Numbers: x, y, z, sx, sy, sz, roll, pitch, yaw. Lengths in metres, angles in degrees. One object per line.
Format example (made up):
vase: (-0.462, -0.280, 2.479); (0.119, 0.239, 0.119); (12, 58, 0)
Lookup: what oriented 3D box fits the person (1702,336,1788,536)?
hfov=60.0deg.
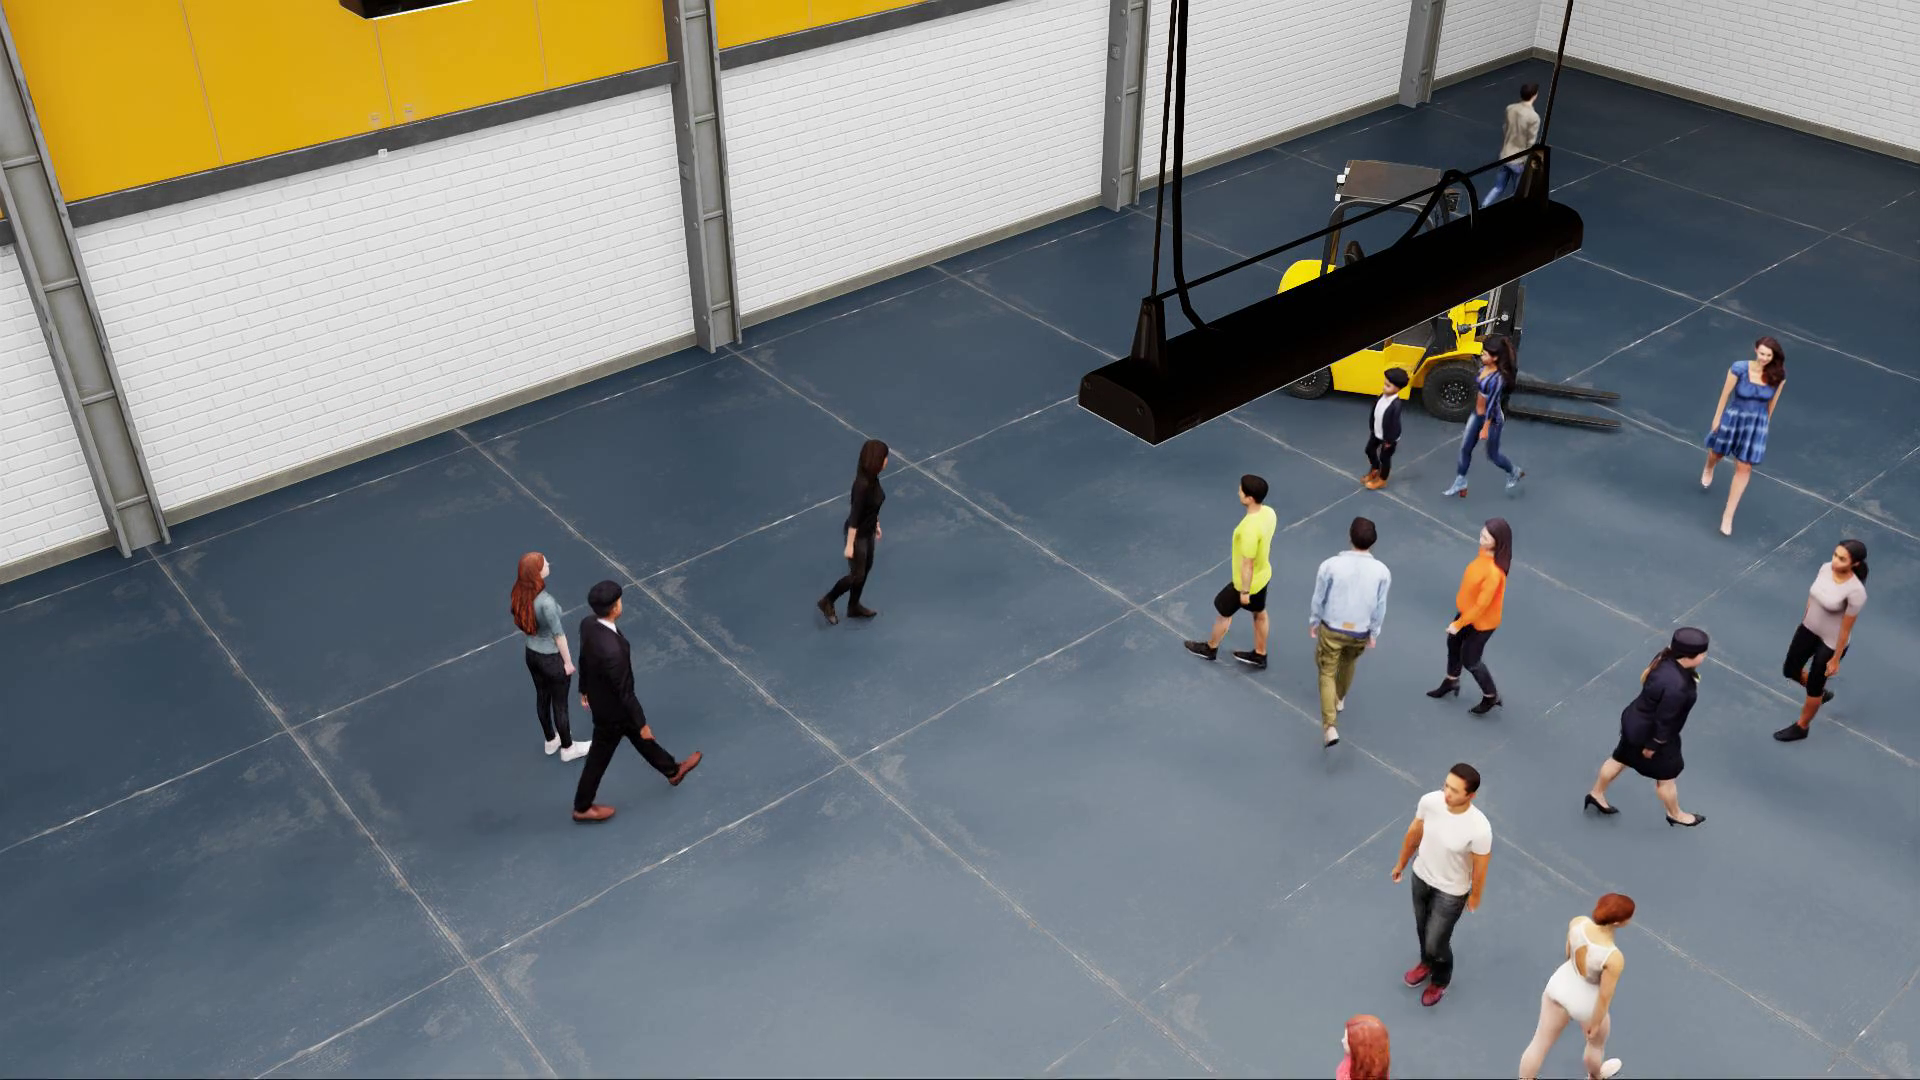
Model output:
person: (6.804, -0.995, 14.534); (1.057, 1.769, 1.239); (10, 35, 15)

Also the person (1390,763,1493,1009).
person: (2.962, 2.009, 9.994); (0.651, 1.792, 0.673); (-21, 39, -28)

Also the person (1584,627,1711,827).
person: (4.589, 1.267, 11.248); (1.121, 1.638, 1.087); (5, 34, 7)

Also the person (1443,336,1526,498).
person: (4.755, -1.060, 14.784); (1.067, 1.601, 0.909); (-5, 34, -7)

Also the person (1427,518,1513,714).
person: (3.867, 0.588, 12.188); (0.936, 1.729, 0.876); (6, 34, 8)

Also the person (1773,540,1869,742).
person: (6.289, 0.711, 11.996); (0.866, 1.737, 0.775); (-10, 35, -15)

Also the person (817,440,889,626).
person: (-0.834, -0.037, 13.239); (0.925, 1.606, 0.881); (13, 36, 18)

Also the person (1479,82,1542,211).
person: (6.511, -4.511, 19.758); (1.108, 1.842, 0.753); (-21, 39, -28)

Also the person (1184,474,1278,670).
person: (2.290, 0.284, 12.685); (0.894, 1.686, 0.926); (18, 38, 25)

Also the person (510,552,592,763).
person: (-2.932, 0.830, 11.812); (0.617, 1.743, 0.602); (24, 40, 31)

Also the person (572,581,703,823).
person: (-2.461, 1.157, 11.253); (1.308, 1.816, 0.991); (-13, 36, -19)

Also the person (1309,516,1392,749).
person: (2.778, 0.687, 11.995); (1.162, 1.778, 1.218); (3, 34, 4)

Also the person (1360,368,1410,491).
person: (3.904, -1.014, 15.057); (0.583, 1.221, 0.572); (-9, 35, -14)

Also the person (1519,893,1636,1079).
person: (3.374, 2.599, 9.264); (0.953, 1.616, 0.665); (-19, 38, -26)
